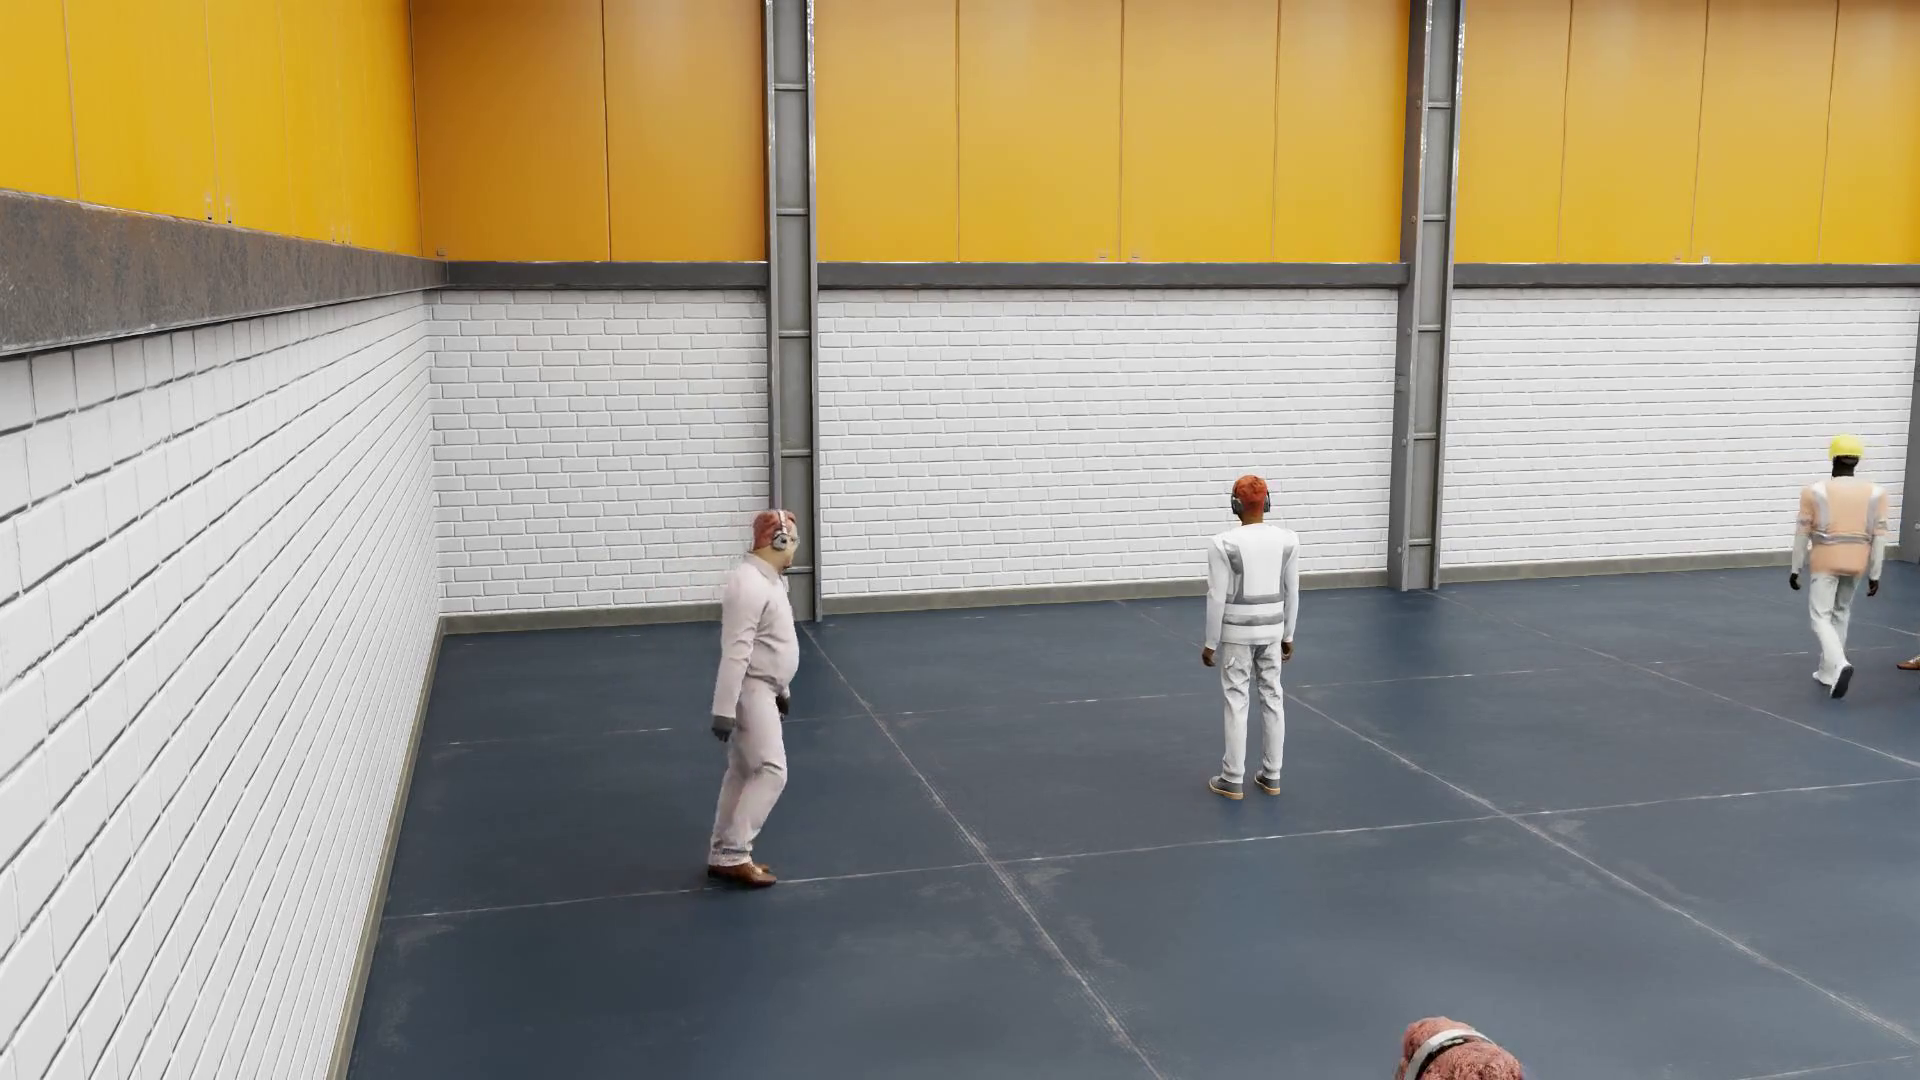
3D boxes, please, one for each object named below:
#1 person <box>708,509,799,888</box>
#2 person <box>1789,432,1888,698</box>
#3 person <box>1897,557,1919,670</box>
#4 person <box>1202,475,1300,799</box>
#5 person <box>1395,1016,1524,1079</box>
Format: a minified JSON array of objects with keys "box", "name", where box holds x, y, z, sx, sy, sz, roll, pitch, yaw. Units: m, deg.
[{"box":[-1.033,0.781,8.289,0.520,1.864,0.669,-1,9,-4],"name":"person"},{"box":[6.329,0.181,11.947,0.593,1.896,0.833,1,9,7],"name":"person"},{"box":[7.386,0.097,12.435,0.407,1.909,0.638,0,9,-3],"name":"person"},{"box":[1.675,0.559,9.614,0.572,1.887,0.356,-3,9,-16],"name":"person"},{"box":[0.828,1.691,2.697,0.629,1.849,1.025,-1,9,-5],"name":"person"}]
